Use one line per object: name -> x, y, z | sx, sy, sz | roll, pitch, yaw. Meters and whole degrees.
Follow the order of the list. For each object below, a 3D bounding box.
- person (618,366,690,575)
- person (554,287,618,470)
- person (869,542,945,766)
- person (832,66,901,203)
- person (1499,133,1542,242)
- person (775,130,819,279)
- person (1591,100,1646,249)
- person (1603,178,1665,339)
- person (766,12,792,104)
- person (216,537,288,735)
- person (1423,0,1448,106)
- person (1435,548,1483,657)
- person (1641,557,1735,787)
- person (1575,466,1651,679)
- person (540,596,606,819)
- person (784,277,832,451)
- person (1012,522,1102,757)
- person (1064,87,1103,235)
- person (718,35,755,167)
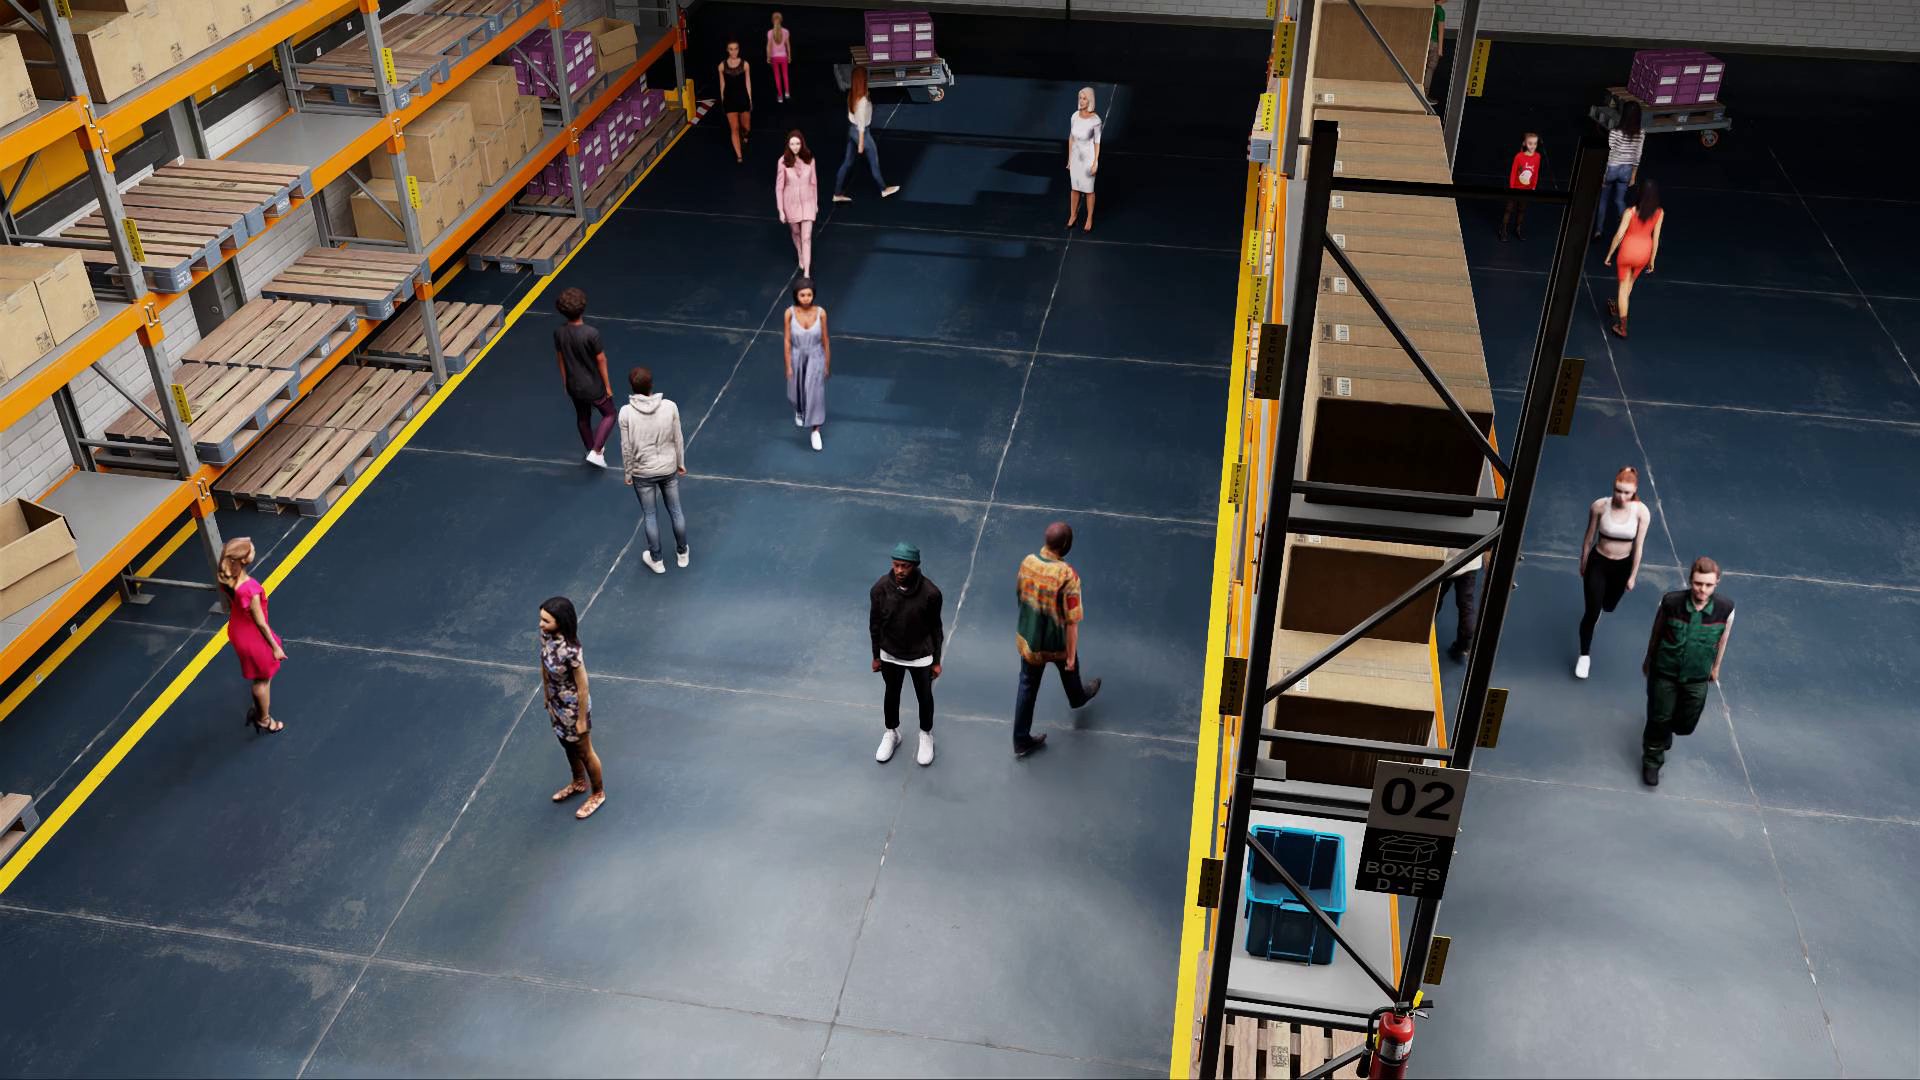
person -> -2.519, -0.579, 13.707 | 0.761, 1.850, 0.778 | -15, 36, -21
person -> -3.401, -1.415, 15.038 | 0.642, 1.770, 0.771 | 7, 34, 10
person -> -0.365, 0.782, 11.689 | 0.666, 1.818, 0.550 | 5, 34, 7
person -> -1.312, -4.917, 20.382 | 1.111, 1.686, 1.119 | -17, 37, -24
person -> 6.624, -4.171, 19.626 | 0.556, 1.281, 0.584 | -5, 34, -7
person -> -1.798, -3.742, 18.562 | 0.856, 1.743, 1.200 | -4, 34, -7
person -> 7.587, -4.145, 19.139 | 0.753, 1.776, 1.033 | -3, 34, -5
person -> 7.044, -2.909, 17.358 | 0.760, 1.690, 1.009 | -2, 34, -2
person -> -2.564, -6.862, 23.691 | 0.580, 1.262, 0.619 | -11, 35, -16
person -> -5.127, 0.743, 11.845 | 0.815, 1.710, 0.765 | -27, 42, -34
person -> 6.691, -7.044, 23.613 | 0.729, 1.651, 0.604 | -9, 35, -13
person -> 3.891, 0.228, 12.874 | 0.732, 1.428, 1.035 | -2, 34, -3
person -> 5.010, 0.856, 11.568 | 0.690, 1.828, 0.841 | 8, 34, 12
person -> 4.947, 0.180, 12.682 | 0.661, 1.721, 1.075 | 10, 35, 15
person -> -2.643, 1.115, 11.264 | 0.670, 1.734, 0.693 | 28, 43, 35
person -> -1.435, -1.687, 15.521 | 0.717, 1.687, 0.871 | -4, 34, -5
person -> 0.550, 0.758, 11.793 | 1.081, 1.742, 1.286 | 27, 42, 34
person -> 1.466, -4.509, 19.709 | 0.628, 1.752, 0.622 | 20, 38, 27
person -> -2.916, -5.736, 21.633 | 0.718, 1.665, 0.879 | -4, 34, -7
